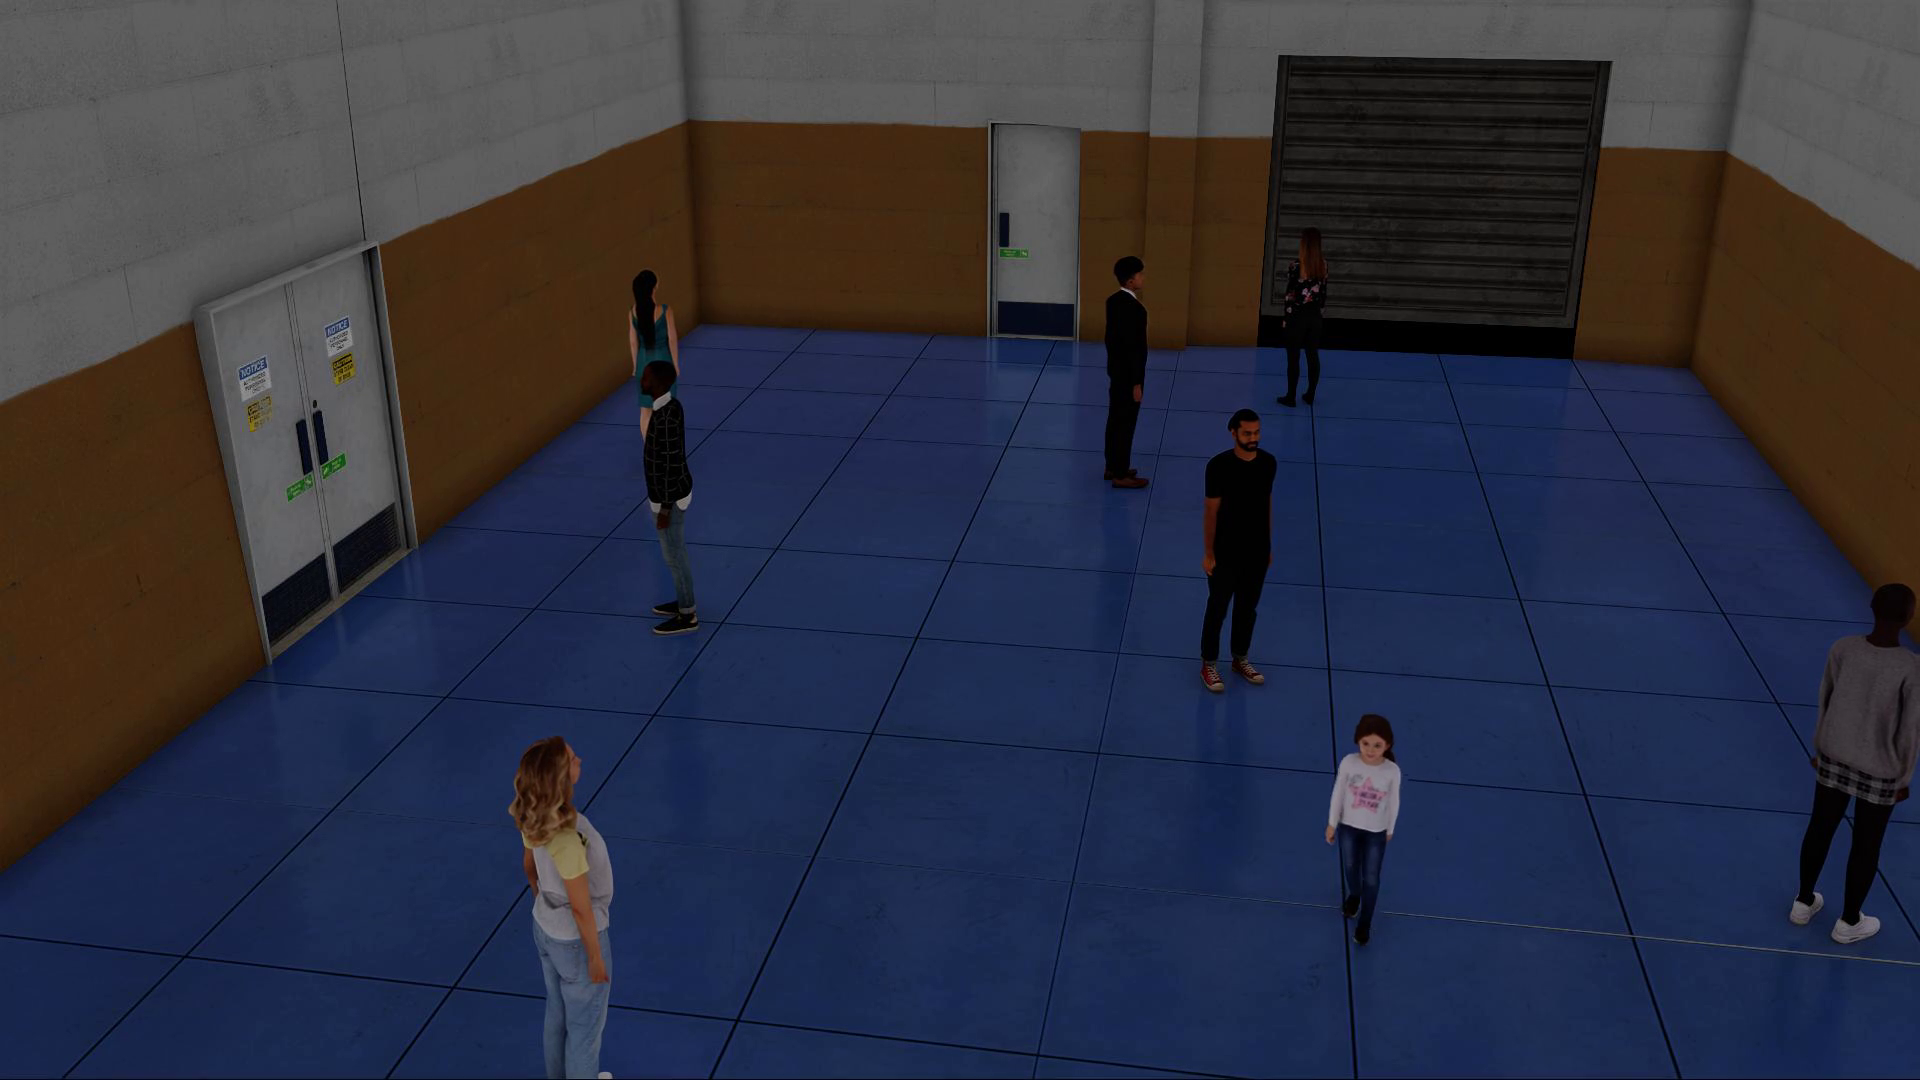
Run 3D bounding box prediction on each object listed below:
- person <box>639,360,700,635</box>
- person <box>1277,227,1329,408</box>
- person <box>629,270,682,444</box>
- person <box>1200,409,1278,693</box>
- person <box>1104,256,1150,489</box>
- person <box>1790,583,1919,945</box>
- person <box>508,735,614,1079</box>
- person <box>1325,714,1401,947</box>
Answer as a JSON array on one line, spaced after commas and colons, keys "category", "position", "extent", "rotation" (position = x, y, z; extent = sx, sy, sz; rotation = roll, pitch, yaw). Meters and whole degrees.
[{"category": "person", "position": [-1.881, -0.292, 10.838], "extent": [0.669, 1.821, 0.732], "rotation": [-3, 22, -7]}, {"category": "person", "position": [3.203, -2.071, 15.449], "extent": [0.597, 1.684, 0.705], "rotation": [-8, 23, -19]}, {"category": "person", "position": [-2.535, -1.414, 13.810], "extent": [0.437, 1.685, 0.621], "rotation": [2, 22, 5]}, {"category": "person", "position": [1.684, 0.048, 10.077], "extent": [0.682, 1.758, 0.783], "rotation": [-9, 24, -22]}, {"category": "person", "position": [1.321, -1.356, 13.400], "extent": [0.724, 1.884, 0.771], "rotation": [-6, 23, -14]}, {"category": "person", "position": [4.133, 1.017, 7.646], "extent": [0.749, 1.771, 0.687], "rotation": [-15, 26, -32]}, {"category": "person", "position": [-1.509, 1.530, 6.414], "extent": [0.771, 1.723, 0.694], "rotation": [-17, 28, -36]}, {"category": "person", "position": [1.913, 1.300, 7.848], "extent": [0.625, 1.095, 0.601], "rotation": [11, 24, 25]}]
